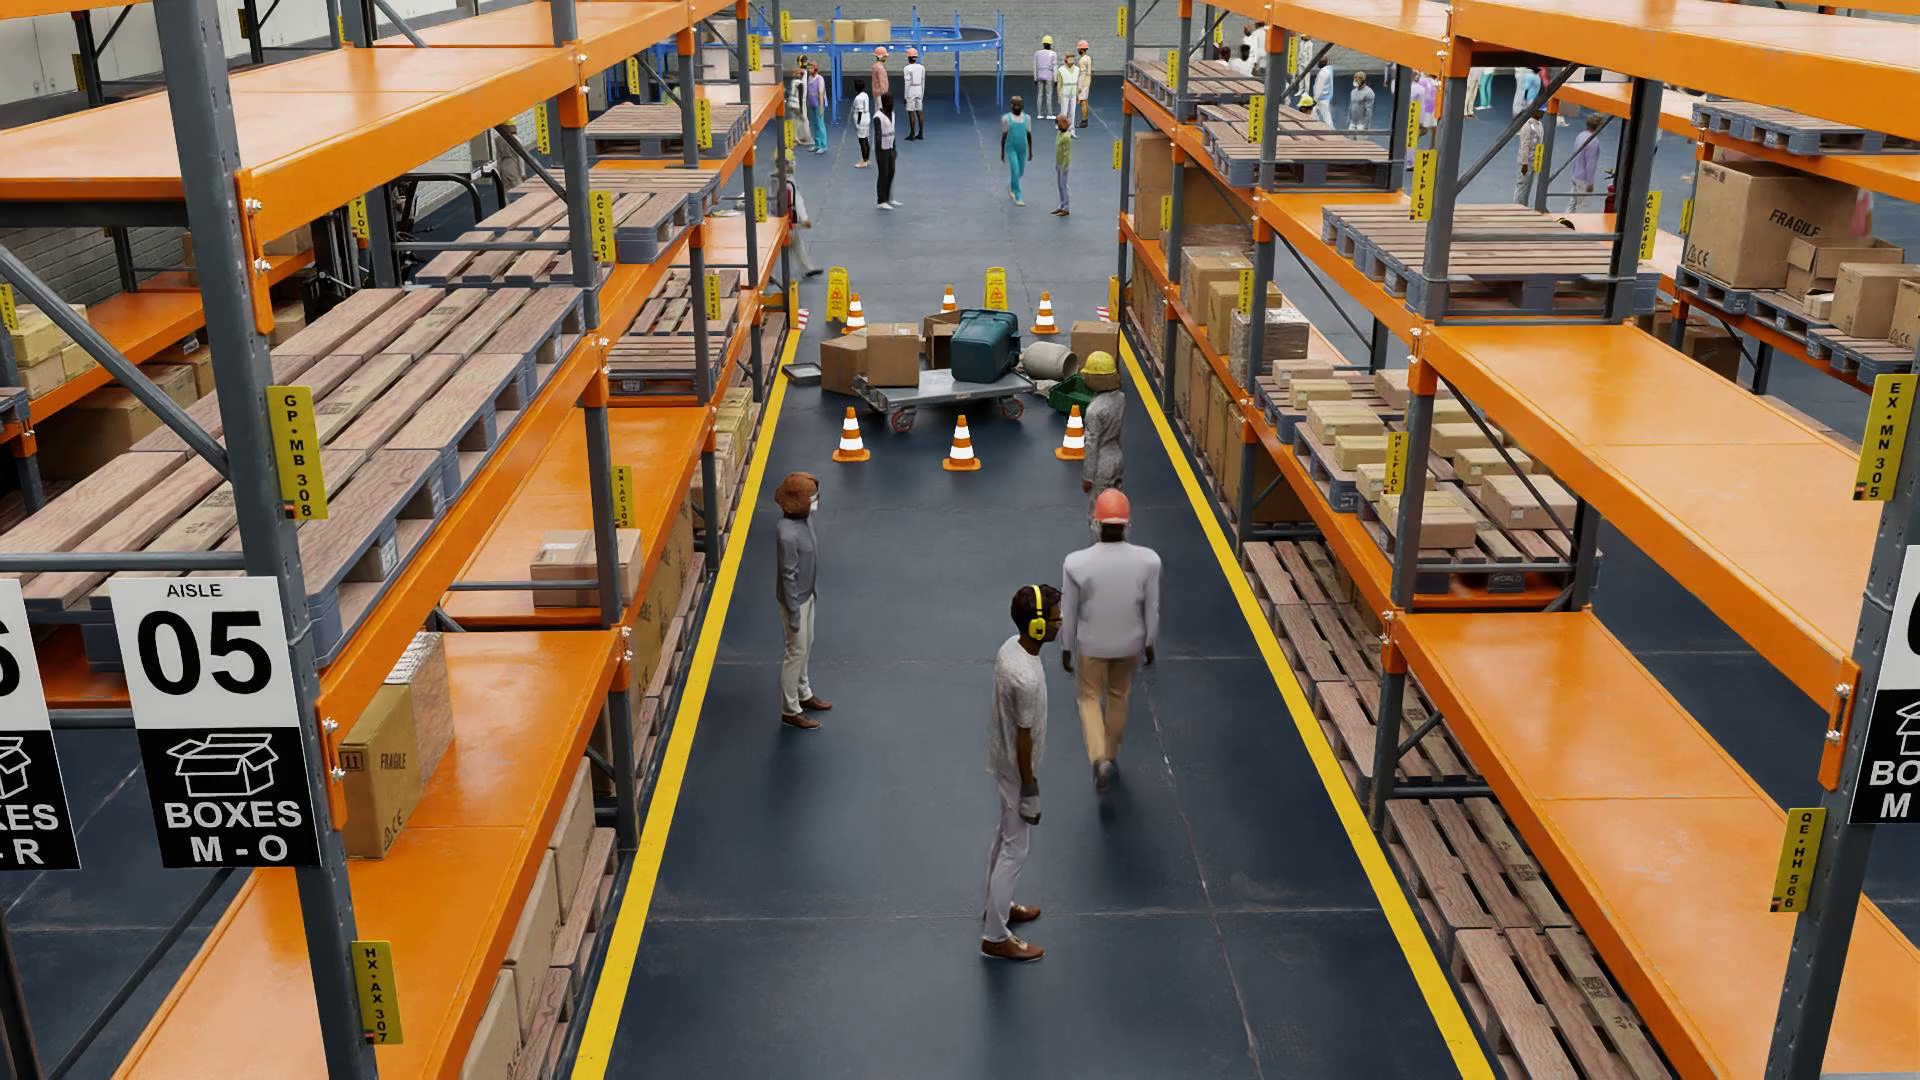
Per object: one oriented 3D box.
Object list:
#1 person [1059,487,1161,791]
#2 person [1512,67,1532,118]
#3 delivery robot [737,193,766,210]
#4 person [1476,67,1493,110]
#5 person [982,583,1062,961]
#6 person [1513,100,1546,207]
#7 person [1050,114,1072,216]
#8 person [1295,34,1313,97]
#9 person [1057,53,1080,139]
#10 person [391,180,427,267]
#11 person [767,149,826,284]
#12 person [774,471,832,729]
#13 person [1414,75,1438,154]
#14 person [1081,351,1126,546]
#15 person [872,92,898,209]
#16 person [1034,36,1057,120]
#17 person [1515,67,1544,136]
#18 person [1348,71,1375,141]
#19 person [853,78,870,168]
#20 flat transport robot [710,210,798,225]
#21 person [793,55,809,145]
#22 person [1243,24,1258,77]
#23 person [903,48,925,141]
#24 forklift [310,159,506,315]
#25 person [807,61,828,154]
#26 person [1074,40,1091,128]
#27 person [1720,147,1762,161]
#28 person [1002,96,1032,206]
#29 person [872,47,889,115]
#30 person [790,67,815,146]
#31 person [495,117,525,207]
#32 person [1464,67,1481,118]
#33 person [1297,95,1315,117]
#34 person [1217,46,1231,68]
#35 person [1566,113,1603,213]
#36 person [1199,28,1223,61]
[{"bbox_3d":[0.839,0.564,9.290,0.571,1.735,0.623,-2,21,-6],"label":"person"},{"bbox_3d":[13.480,-11.090,39.794,0.395,1.945,0.618,5,21,13],"label":"person"},{"bbox_3d":[-3.347,-5.453,26.704,0.477,0.478,0.707,2,21,5],"label":"delivery robot"},{"bbox_3d":[13.176,-11.659,41.615,0.311,1.732,0.689,17,27,38],"label":"person"},{"bbox_3d":[0.283,1.071,7.793,0.365,1.856,0.534,0,21,-1],"label":"person"},{"bbox_3d":[9.009,-5.985,26.304,0.387,1.947,0.604,14,25,33],"label":"person"},{"bbox_3d":[1.661,-6.083,27.015,0.289,1.627,0.506,-4,21,-11],"label":"person"},{"bbox_3d":[9.216,-12.778,44.559,0.320,1.737,0.483,-11,23,-27],"label":"person"},{"bbox_3d":[2.338,-9.634,36.114,0.572,1.832,0.399,-14,25,-33],"label":"person"},{"bbox_3d":[-7.706,-4.785,23.161,0.393,1.930,0.545,3,21,9],"label":"person"},{"bbox_3d":[-2.309,-4.306,22.124,0.982,1.770,0.602,-7,22,-17],"label":"person"},{"bbox_3d":[-0.962,0.356,9.996,0.285,1.623,0.510,2,21,6],"label":"person"},{"bbox_3d":[9.398,-8.621,33.314,0.567,1.918,0.673,-9,23,-23],"label":"person"},{"bbox_3d":[1.026,-0.534,12.196,0.332,1.735,0.485,13,24,31],"label":"person"},{"bbox_3d":[-1.267,-6.474,27.662,0.444,1.902,0.646,10,23,24],"label":"person"},{"bbox_3d":[2.049,-11.007,39.605,0.593,1.924,0.384,11,23,27],"label":"person"},{"bbox_3d":[12.565,-9.670,36.455,0.907,1.640,0.542,14,25,32],"label":"person"},{"bbox_3d":[7.405,-7.703,30.880,0.384,1.928,0.635,-9,22,-22],"label":"person"},{"bbox_3d":[-1.904,-8.051,32.108,0.317,1.697,0.540,4,21,11],"label":"person"},{"bbox_3d":[-3.332,-5.004,26.041,1.431,0.197,0.652,6,22,16],"label":"flat transport robot"},{"bbox_3d":[-3.370,-9.319,35.259,0.365,1.854,0.521,8,22,21],"label":"person"},{"bbox_3d":[7.768,-12.874,44.630,0.370,1.876,0.619,-9,23,-23],"label":"person"},{"bbox_3d":[-1.017,-9.623,35.934,0.552,1.934,0.373,-18,27,-39],"label":"person"},{"bbox_3d":[-5.622,-2.910,17.832,2.313,2.155,1.214,-1,21,-1],"label":"forklift"},{"bbox_3d":[-2.924,-8.863,34.071,0.394,1.836,0.561,-12,24,-29],"label":"person"},{"bbox_3d":[2.798,-10.423,38.048,0.357,1.937,0.551,6,22,16],"label":"person"},{"bbox_3d":[11.340,-5.110,24.118,1.008,1.853,0.642,-7,22,-17],"label":"person"},{"bbox_3d":[0.939,-6.611,28.158,0.547,1.812,0.859,-6,22,-15],"label":"person"},{"bbox_3d":[-1.692,-9.515,35.568,0.377,1.995,0.608,-6,22,-16],"label":"person"},{"bbox_3d":[-3.350,-9.151,35.136,0.742,1.597,0.585,-8,22,-20],"label":"person"},{"bbox_3d":[-6.986,-5.751,25.972,0.491,1.741,0.321,10,23,26],"label":"person"},{"bbox_3d":[12.292,-10.936,39.840,0.494,1.624,0.279,-18,27,-39],"label":"person"},{"bbox_3d":[5.861,-6.674,28.376,0.305,1.771,0.525,2,21,6],"label":"person"},{"bbox_3d":[5.762,-9.927,36.783,0.398,1.907,0.600,-6,22,-16],"label":"person"},{"bbox_3d":[9.192,-5.302,24.511,0.352,1.937,0.635,0,21,-1],"label":"person"},{"bbox_3d":[6.969,-13.459,45.928,0.688,2.000,0.538,13,24,31],"label":"person"}]
